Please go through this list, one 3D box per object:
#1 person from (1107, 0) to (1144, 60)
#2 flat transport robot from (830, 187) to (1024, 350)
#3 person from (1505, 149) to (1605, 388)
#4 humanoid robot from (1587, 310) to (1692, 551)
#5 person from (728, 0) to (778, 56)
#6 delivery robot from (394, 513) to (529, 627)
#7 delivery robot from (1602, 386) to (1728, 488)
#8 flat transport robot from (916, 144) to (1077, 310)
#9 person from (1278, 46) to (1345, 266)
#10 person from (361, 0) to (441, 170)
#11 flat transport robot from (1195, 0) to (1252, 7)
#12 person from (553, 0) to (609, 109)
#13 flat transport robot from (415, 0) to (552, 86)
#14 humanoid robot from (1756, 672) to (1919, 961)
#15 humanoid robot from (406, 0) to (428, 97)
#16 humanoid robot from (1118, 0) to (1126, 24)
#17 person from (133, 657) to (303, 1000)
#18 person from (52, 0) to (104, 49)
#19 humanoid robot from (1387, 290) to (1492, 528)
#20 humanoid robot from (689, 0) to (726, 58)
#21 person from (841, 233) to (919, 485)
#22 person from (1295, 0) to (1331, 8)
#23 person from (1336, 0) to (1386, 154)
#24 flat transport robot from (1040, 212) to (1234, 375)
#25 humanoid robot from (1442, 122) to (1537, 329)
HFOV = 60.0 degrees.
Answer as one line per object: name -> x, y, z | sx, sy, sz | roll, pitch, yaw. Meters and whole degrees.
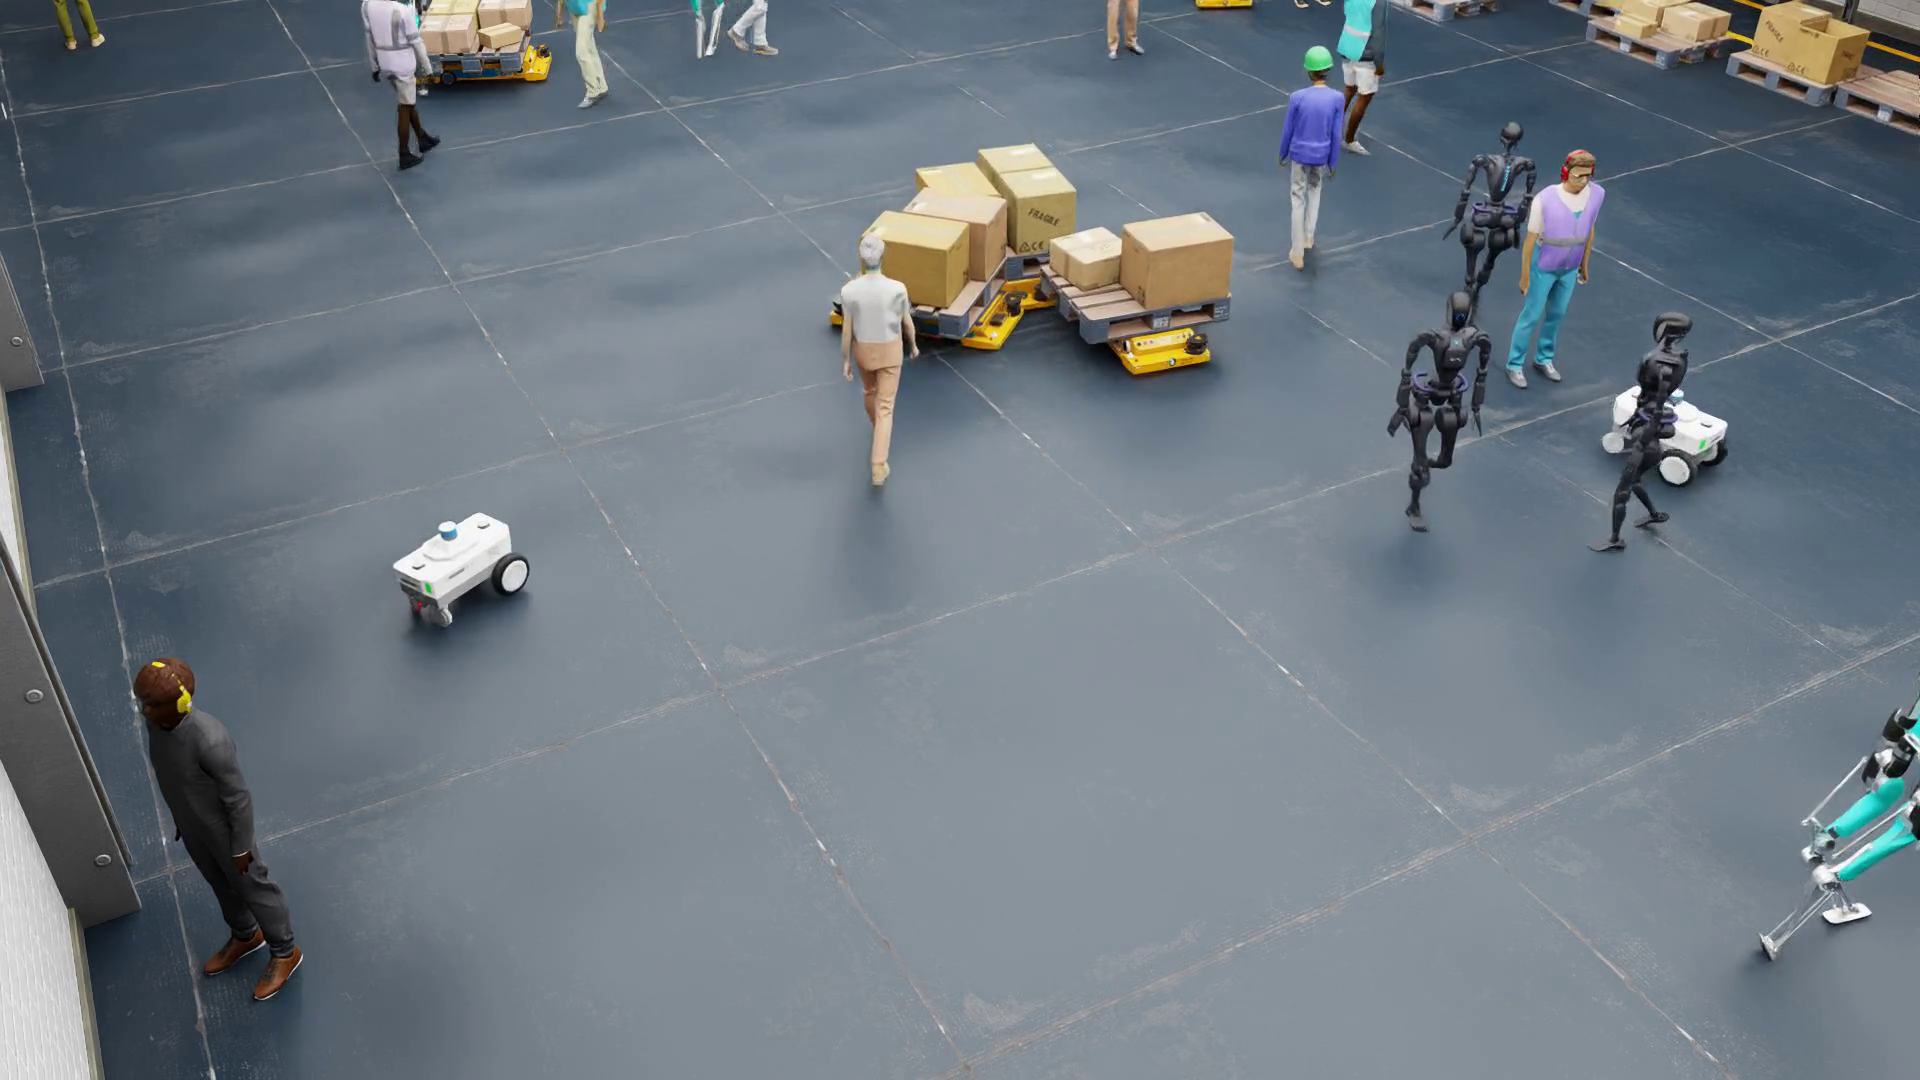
person -> 1.777, -6.058, 18.168 | 0.529, 1.637, 0.442 | -9, 36, -13
flat transport robot -> -0.262, -1.848, 13.354 | 1.431, 0.231, 0.659 | 11, 37, 16
person -> 4.352, -2.008, 12.219 | 0.574, 1.836, 0.394 | -11, 36, -15
humanoid robot -> 4.375, -0.676, 10.476 | 0.438, 1.663, 0.602 | 10, 36, 14
person -> -2.276, -6.241, 18.226 | 0.484, 1.868, 0.584 | 11, 36, 15
delivery robot -> -3.095, 0.144, 10.240 | 0.499, 0.570, 0.742 | 21, 40, 27
delivery robot -> 4.909, -0.772, 11.551 | 0.499, 0.575, 0.759 | -27, 43, -33
flat transport robot -> 0.284, -2.307, 14.009 | 0.659, 0.231, 1.431 | -10, 36, -14
person -> 2.923, -3.248, 13.978 | 0.465, 1.847, 0.630 | -1, 35, -1
person -> -5.218, -4.525, 15.746 | 0.576, 1.906, 0.824 | 16, 38, 22
flat transport robot -> 3.158, -6.894, 20.559 | 0.659, 0.231, 1.431 | -1, 35, -2
person -> -3.937, -5.360, 17.012 | 0.579, 1.822, 0.612 | 30, 45, 35
flat transport robot -> -5.212, -5.178, 18.109 | 1.431, 0.231, 0.659 | -3, 35, -5
humanoid robot -> 4.157, 1.254, 7.687 | 0.895, 1.818, 0.557 | -8, 36, -12
humanoid robot -> -5.776, -5.456, 17.239 | 0.544, 1.781, 0.822 | -10, 36, -14
humanoid robot -> 1.930, -6.905, 19.364 | 0.585, 1.635, 0.609 | 2, 35, 3
person -> -3.360, 1.288, 7.476 | 0.495, 1.877, 0.353 | 18, 39, 24
person -> -10.008, -6.391, 18.474 | 0.520, 1.837, 0.379 | -12, 37, -17
humanoid robot -> 3.086, -0.922, 10.819 | 0.609, 1.633, 0.646 | -1, 35, -1
humanoid robot -> -2.826, -6.152, 18.261 | 0.532, 1.830, 0.735 | 3, 35, 5
person -> -0.543, -1.281, 11.303 | 0.469, 1.700, 0.922 | 6, 35, 9
person -> 4.295, -7.334, 19.710 | 0.611, 1.963, 0.362 | -12, 37, -17
person -> 3.806, -4.642, 15.942 | 0.396, 1.907, 0.618 | -12, 37, -16
flat transport robot -> 1.380, -1.763, 13.232 | 0.659, 0.231, 1.431 | -12, 37, -16
humanoid robot -> 4.128, -2.501, 13.070 | 0.618, 1.638, 0.602 | 2, 35, 3
